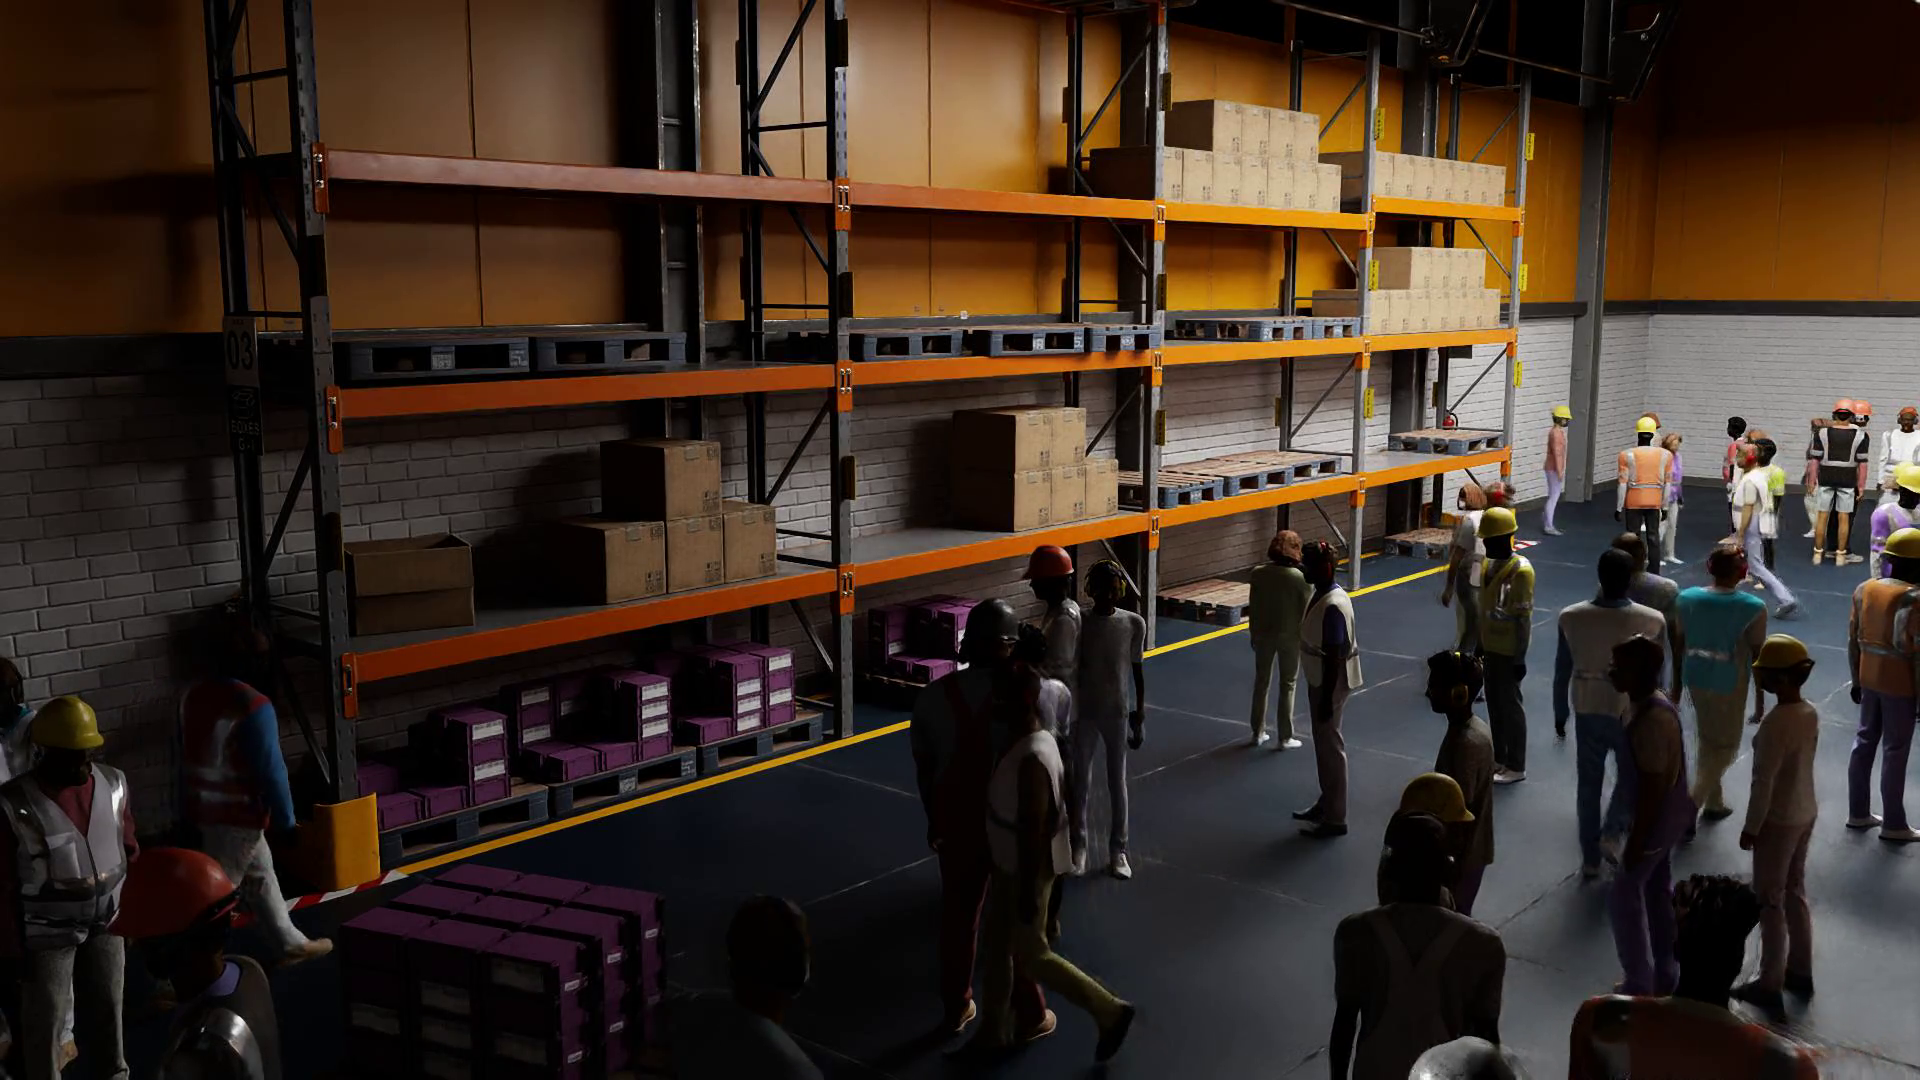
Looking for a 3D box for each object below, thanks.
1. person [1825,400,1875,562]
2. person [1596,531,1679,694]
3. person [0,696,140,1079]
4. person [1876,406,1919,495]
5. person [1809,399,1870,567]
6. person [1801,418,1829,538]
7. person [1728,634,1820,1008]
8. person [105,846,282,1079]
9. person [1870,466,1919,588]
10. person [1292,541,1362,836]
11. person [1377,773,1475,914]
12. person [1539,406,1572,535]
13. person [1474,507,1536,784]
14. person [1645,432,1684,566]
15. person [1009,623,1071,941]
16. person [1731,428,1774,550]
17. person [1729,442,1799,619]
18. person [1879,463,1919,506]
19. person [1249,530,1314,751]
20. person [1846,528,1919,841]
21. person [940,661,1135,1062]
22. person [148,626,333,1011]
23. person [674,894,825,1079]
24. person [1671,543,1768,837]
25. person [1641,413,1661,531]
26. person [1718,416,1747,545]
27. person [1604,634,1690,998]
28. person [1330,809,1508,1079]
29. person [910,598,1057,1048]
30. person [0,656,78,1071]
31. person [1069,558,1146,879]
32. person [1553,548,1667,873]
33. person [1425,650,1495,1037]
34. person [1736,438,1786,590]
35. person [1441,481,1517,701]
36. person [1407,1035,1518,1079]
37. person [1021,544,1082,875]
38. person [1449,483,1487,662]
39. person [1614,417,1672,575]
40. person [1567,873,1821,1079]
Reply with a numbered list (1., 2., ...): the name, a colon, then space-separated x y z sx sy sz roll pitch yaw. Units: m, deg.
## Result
1. person: 10.940 -0.723 20.423 0.408 1.986 0.617 0 9 1
2. person: 4.439 0.845 10.905 0.553 1.808 0.582 6 10 32
3. person: -3.502 1.507 6.572 0.403 1.824 0.591 5 10 32
4. person: 11.825 -0.735 20.855 0.582 1.879 0.347 9 12 44
5. person: 10.600 -0.690 20.082 0.612 2.030 0.410 5 10 29
6. person: 11.396 -0.817 22.187 0.446 1.622 0.539 0 9 2
7. person: 3.915 1.325 7.959 0.523 1.755 0.363 -9 12 -44
8. person: -1.905 1.761 4.229 0.390 2.036 0.615 -3 9 -17
9. person: 7.808 0.336 13.816 0.586 1.916 0.391 -3 9 -20
10. person: 2.291 0.915 10.352 0.393 1.836 0.561 0 9 3
11. person: 1.607 1.662 5.860 0.342 1.736 0.486 -1 9 -4
12. person: 8.076 -0.935 22.521 0.354 1.758 0.614 2 9 15
13. person: 3.687 0.718 11.394 0.423 1.908 0.588 -1 9 -10
14. person: 8.555 -0.502 20.148 0.557 1.632 0.321 -7 11 -39
15. person: 0.339 1.264 8.527 0.531 1.698 0.320 -7 11 -39
16. person: 9.871 -0.575 20.627 0.541 1.619 0.500 -2 9 -10
17. person: 8.101 -0.096 16.968 0.919 1.812 0.569 4 10 23
18. person: 8.885 0.133 15.755 0.422 1.717 0.533 -2 9 -12
19. person: 2.347 0.734 12.189 0.504 1.624 0.286 6 11 33
20. person: 5.755 0.880 10.267 0.381 1.928 0.587 -2 9 -15
21. person: 0.335 1.408 7.209 0.767 1.825 0.573 -1 9 -8
22. person: -3.507 1.309 7.964 0.634 1.792 0.970 7 11 38
23. person: -0.576 1.841 4.239 0.899 1.891 0.712 -4 10 -26
24. person: 4.686 0.927 10.344 0.787 1.819 0.573 -7 11 -38
25. person: 9.487 -0.938 22.934 0.266 1.631 0.507 7 11 37
26. person: 10.073 -0.760 21.612 0.322 1.689 0.530 5 10 30
27. person: 3.172 1.329 7.727 0.469 1.822 0.502 3 9 17
28. person: 1.387 1.728 5.091 0.504 1.839 0.340 3 9 19
29. person: 0.153 1.250 7.515 0.674 2.000 0.535 3 9 21
30. person: -4.105 1.403 7.160 0.633 1.845 0.429 2 9 12
31. person: 0.813 1.024 9.566 0.509 1.860 0.333 1 9 3
32. person: 3.744 0.993 9.601 0.627 1.903 0.459 5 10 28
33. person: 2.137 1.392 7.189 0.326 1.863 0.510 3 9 17
34. person: 8.932 -0.293 18.570 0.318 1.698 0.535 -3 9 -20
35. person: 4.287 0.417 13.676 0.664 1.789 0.558 -9 12 -44
36. person: 0.835 1.919 3.202 0.660 2.000 0.626 -6 11 -34
37. person: 0.542 0.978 9.643 0.386 1.929 0.543 1 9 4
38. person: 4.578 0.300 14.952 0.266 1.631 0.507 -4 10 -23
39. person: 7.600 -0.403 18.535 0.585 1.928 0.378 1 9 5
40. person: 1.907 1.819 4.310 0.796 1.913 0.561 4 10 26
